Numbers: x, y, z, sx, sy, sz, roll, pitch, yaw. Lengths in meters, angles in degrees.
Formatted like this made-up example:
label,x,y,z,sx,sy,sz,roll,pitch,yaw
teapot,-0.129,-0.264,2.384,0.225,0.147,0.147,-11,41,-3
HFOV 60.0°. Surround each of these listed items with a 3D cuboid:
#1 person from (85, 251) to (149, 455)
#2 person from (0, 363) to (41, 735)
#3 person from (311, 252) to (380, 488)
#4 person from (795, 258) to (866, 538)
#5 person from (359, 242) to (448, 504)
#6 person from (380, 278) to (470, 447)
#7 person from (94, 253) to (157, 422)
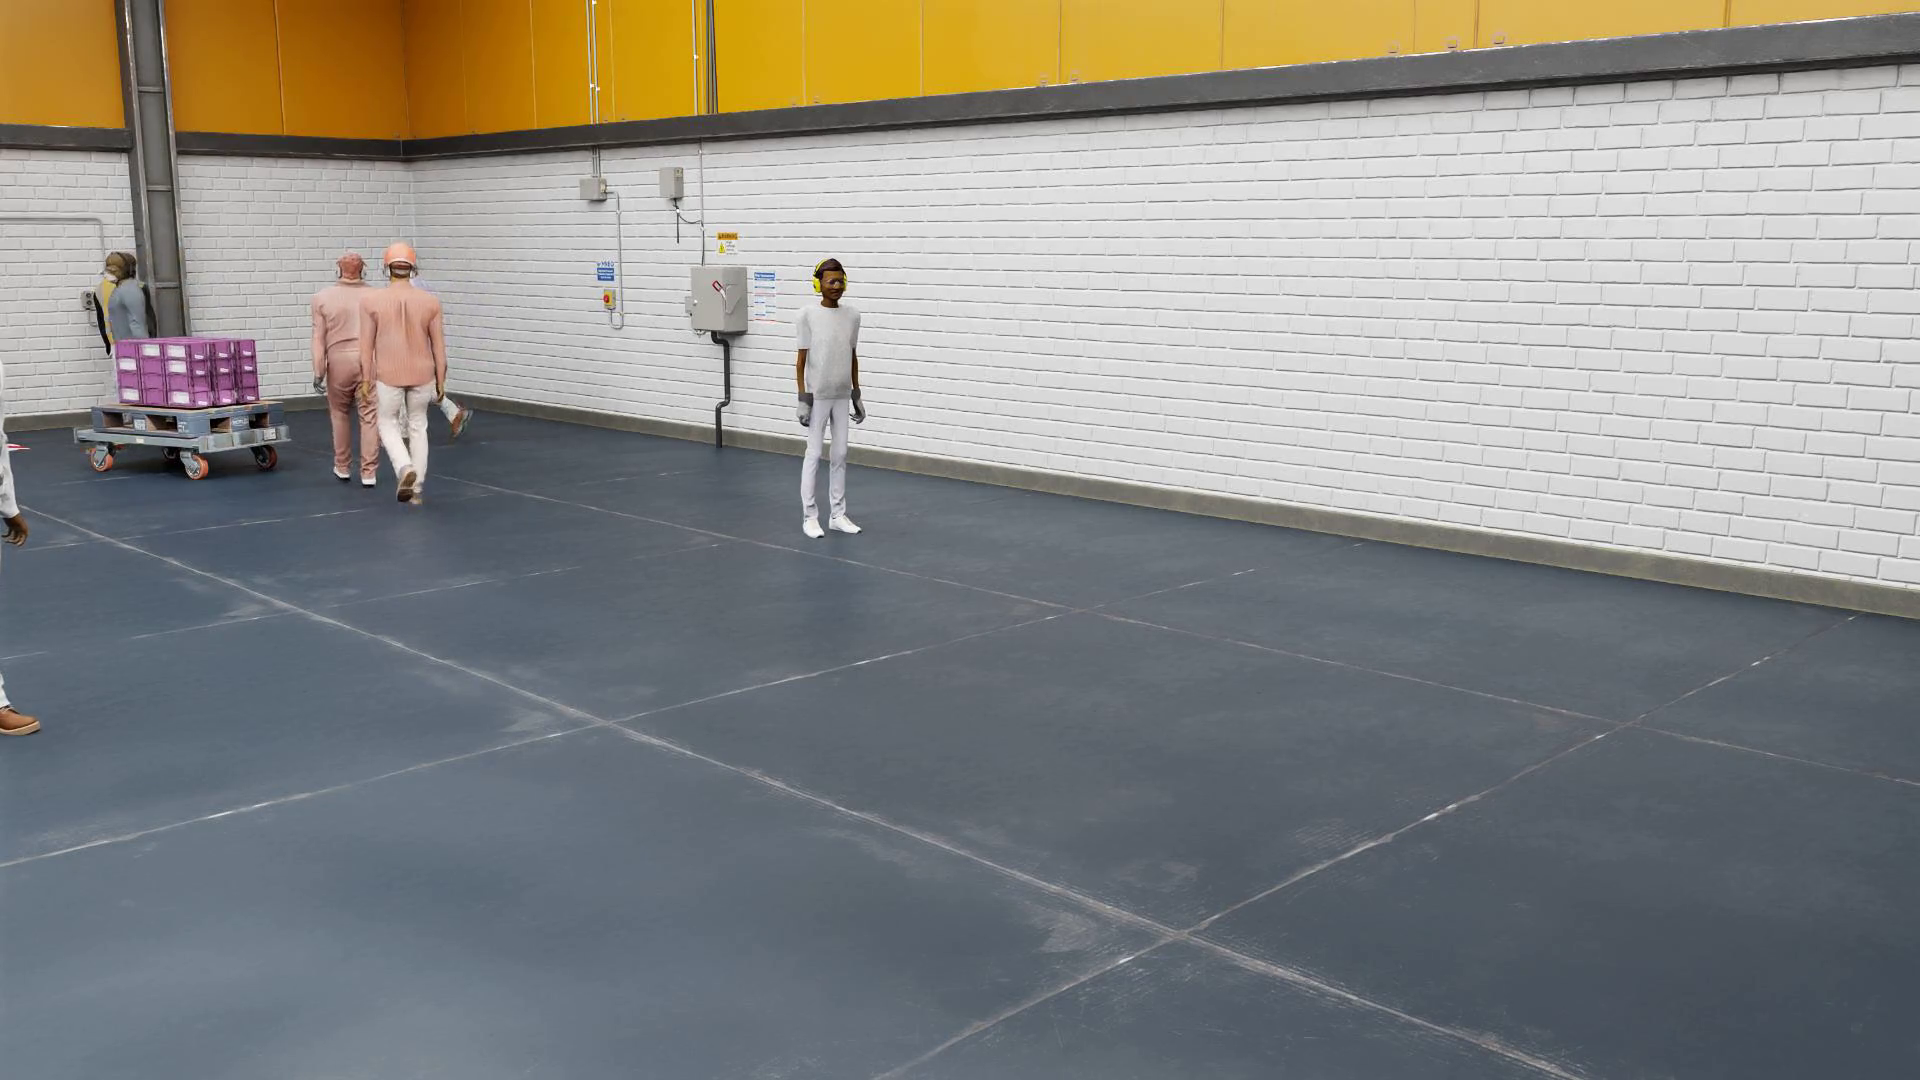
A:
label,x,y,z,sx,sy,sz,roll,pitch,yaw
person,-7.634,-1.744,15.497,0.996,1.891,0.656,-6,12,-29
person,-3.963,-0.109,6.563,0.357,1.885,0.573,3,11,18
person,-4.917,-1.387,13.551,0.683,1.871,0.880,-4,11,-22
person,-0.868,-0.958,11.232,0.512,1.872,0.330,-7,13,-35
person,-4.118,-1.218,12.362,0.632,1.973,0.623,-5,12,-27
person,-5.216,-1.855,16.016,0.831,1.920,0.639,-4,11,-19
person,-8.591,-2.045,17.242,0.623,1.844,0.429,2,11,8
